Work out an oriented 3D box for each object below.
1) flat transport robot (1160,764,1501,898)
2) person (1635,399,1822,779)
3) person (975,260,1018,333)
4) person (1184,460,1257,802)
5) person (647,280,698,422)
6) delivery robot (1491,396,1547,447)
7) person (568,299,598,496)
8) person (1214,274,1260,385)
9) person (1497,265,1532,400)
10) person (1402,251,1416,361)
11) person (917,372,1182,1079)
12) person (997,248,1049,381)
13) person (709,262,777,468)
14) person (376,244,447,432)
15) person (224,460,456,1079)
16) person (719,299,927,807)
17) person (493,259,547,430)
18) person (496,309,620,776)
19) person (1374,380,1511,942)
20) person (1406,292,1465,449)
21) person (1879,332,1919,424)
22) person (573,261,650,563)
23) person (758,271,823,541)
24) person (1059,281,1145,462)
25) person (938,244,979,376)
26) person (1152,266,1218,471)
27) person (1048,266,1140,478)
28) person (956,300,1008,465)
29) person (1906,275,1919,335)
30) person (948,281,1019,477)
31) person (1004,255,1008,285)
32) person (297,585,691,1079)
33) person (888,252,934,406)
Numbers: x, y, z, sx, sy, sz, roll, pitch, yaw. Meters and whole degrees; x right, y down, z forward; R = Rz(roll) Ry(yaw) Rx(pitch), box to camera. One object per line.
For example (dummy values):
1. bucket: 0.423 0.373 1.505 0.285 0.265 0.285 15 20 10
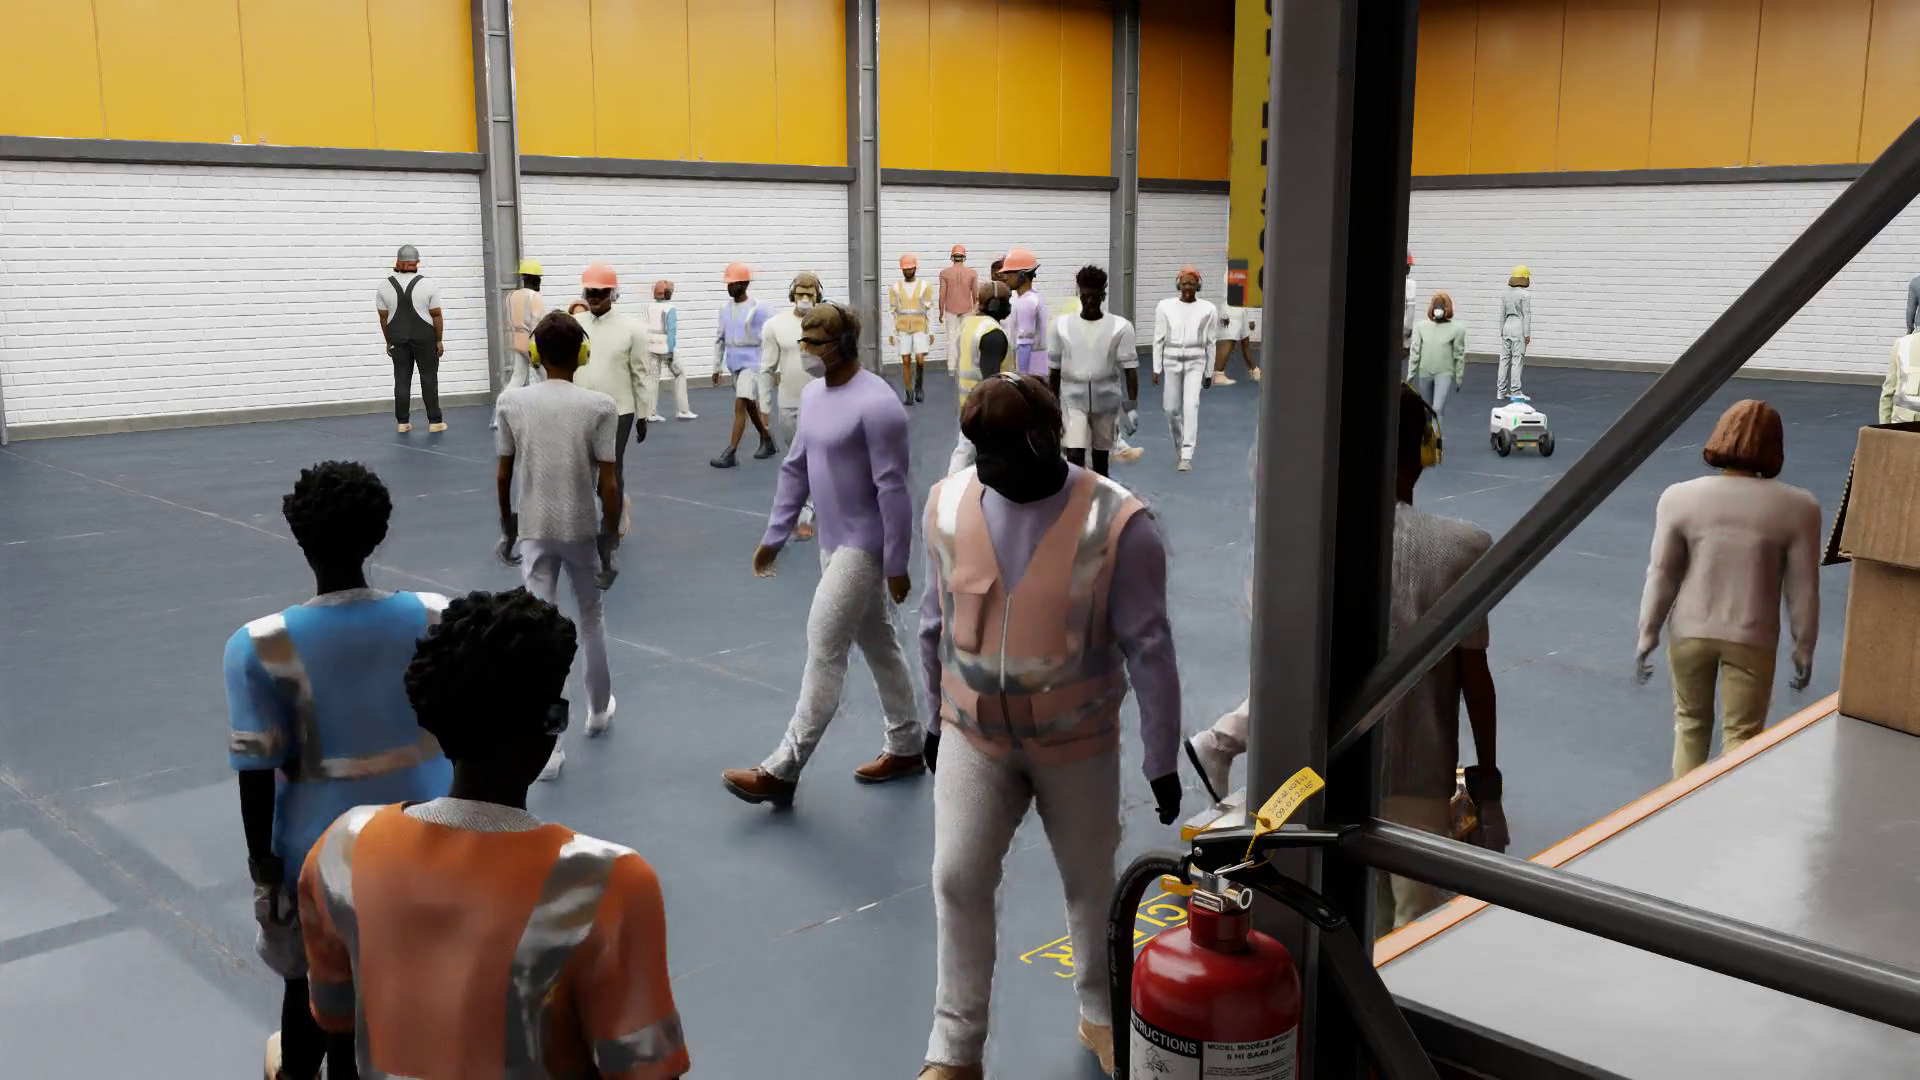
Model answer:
1. flat transport robot: 1.310 0.968 5.695 0.652 0.197 1.431 7 13 34
2. person: 2.496 0.347 5.439 0.532 1.603 0.660 6 12 30
3. person: 0.408 -2.079 17.981 0.611 1.862 1.022 7 12 33
4. person: 1.123 0.167 5.708 0.658 1.868 0.726 4 11 23
5. person: -3.346 -2.166 19.127 0.520 1.613 0.707 8 13 39
6. delivery robot: 5.467 -1.162 16.279 0.477 0.478 0.707 0 10 -1
7. person: -3.103 -1.173 13.693 0.519 1.619 0.589 -3 11 -14
8. person: 4.081 -3.196 23.687 1.009 1.995 0.649 -1 10 -7
9. person: 7.234 -2.688 21.612 0.318 1.742 0.492 -5 11 -25
10. person: 5.915 -2.955 22.614 0.620 1.922 0.550 -7 13 -34
11. person: 0.183 0.507 4.019 0.705 1.802 0.745 4 11 19
12. person: 0.498 -1.307 13.300 0.411 2.034 0.609 1 10 8
13. person: -2.025 -1.646 15.563 0.568 1.888 1.007 7 12 33
14. person: -5.939 -2.193 18.105 0.684 2.000 0.538 0 10 -1
15. person: -1.338 0.644 3.683 0.547 1.651 0.890 -7 12 -33
16. person: -0.525 0.053 6.257 0.990 1.886 0.629 -5 12 -27
17. person: -4.682 -2.104 18.079 0.604 1.879 1.010 10 14 43
18. person: -1.640 -0.017 6.827 0.537 1.831 0.942 -1 10 -6
19. person: 0.922 0.555 3.704 0.547 1.832 0.761 9 14 41
20. person: 4.579 -1.576 15.939 0.499 1.601 0.791 7 13 34
21. person: 6.047 -0.674 10.375 0.588 1.837 0.404 8 13 37
22. person: -2.369 -0.877 11.123 0.624 1.974 0.831 2 11 10
23. person: -1.113 -0.996 12.008 0.644 1.896 1.020 0 10 2
24. person: 1.202 -1.602 15.595 1.004 1.780 0.633 -2 11 -10
25. person: -0.023 -3.490 25.301 0.623 1.992 0.397 -1 10 -7
26. person: 2.077 -1.596 15.365 0.581 1.857 0.804 2 11 12
27. person: 0.922 -0.923 11.511 0.644 1.908 0.982 1 10 6
28. person: 0.213 -1.157 13.566 0.497 1.633 0.289 2 11 12
29. person: 12.257 -2.663 20.949 0.355 1.936 0.633 -10 14 -42
30. person: 0.288 -0.987 12.180 0.947 1.791 0.645 -3 11 -16
31. person: 0.621 -3.559 26.054 0.802 1.860 0.700 0 10 0
32. person: -0.623 0.905 2.204 0.597 1.670 0.457 3 11 17
33. person: -0.619 -2.640 20.866 0.578 1.917 0.413 1 10 5
